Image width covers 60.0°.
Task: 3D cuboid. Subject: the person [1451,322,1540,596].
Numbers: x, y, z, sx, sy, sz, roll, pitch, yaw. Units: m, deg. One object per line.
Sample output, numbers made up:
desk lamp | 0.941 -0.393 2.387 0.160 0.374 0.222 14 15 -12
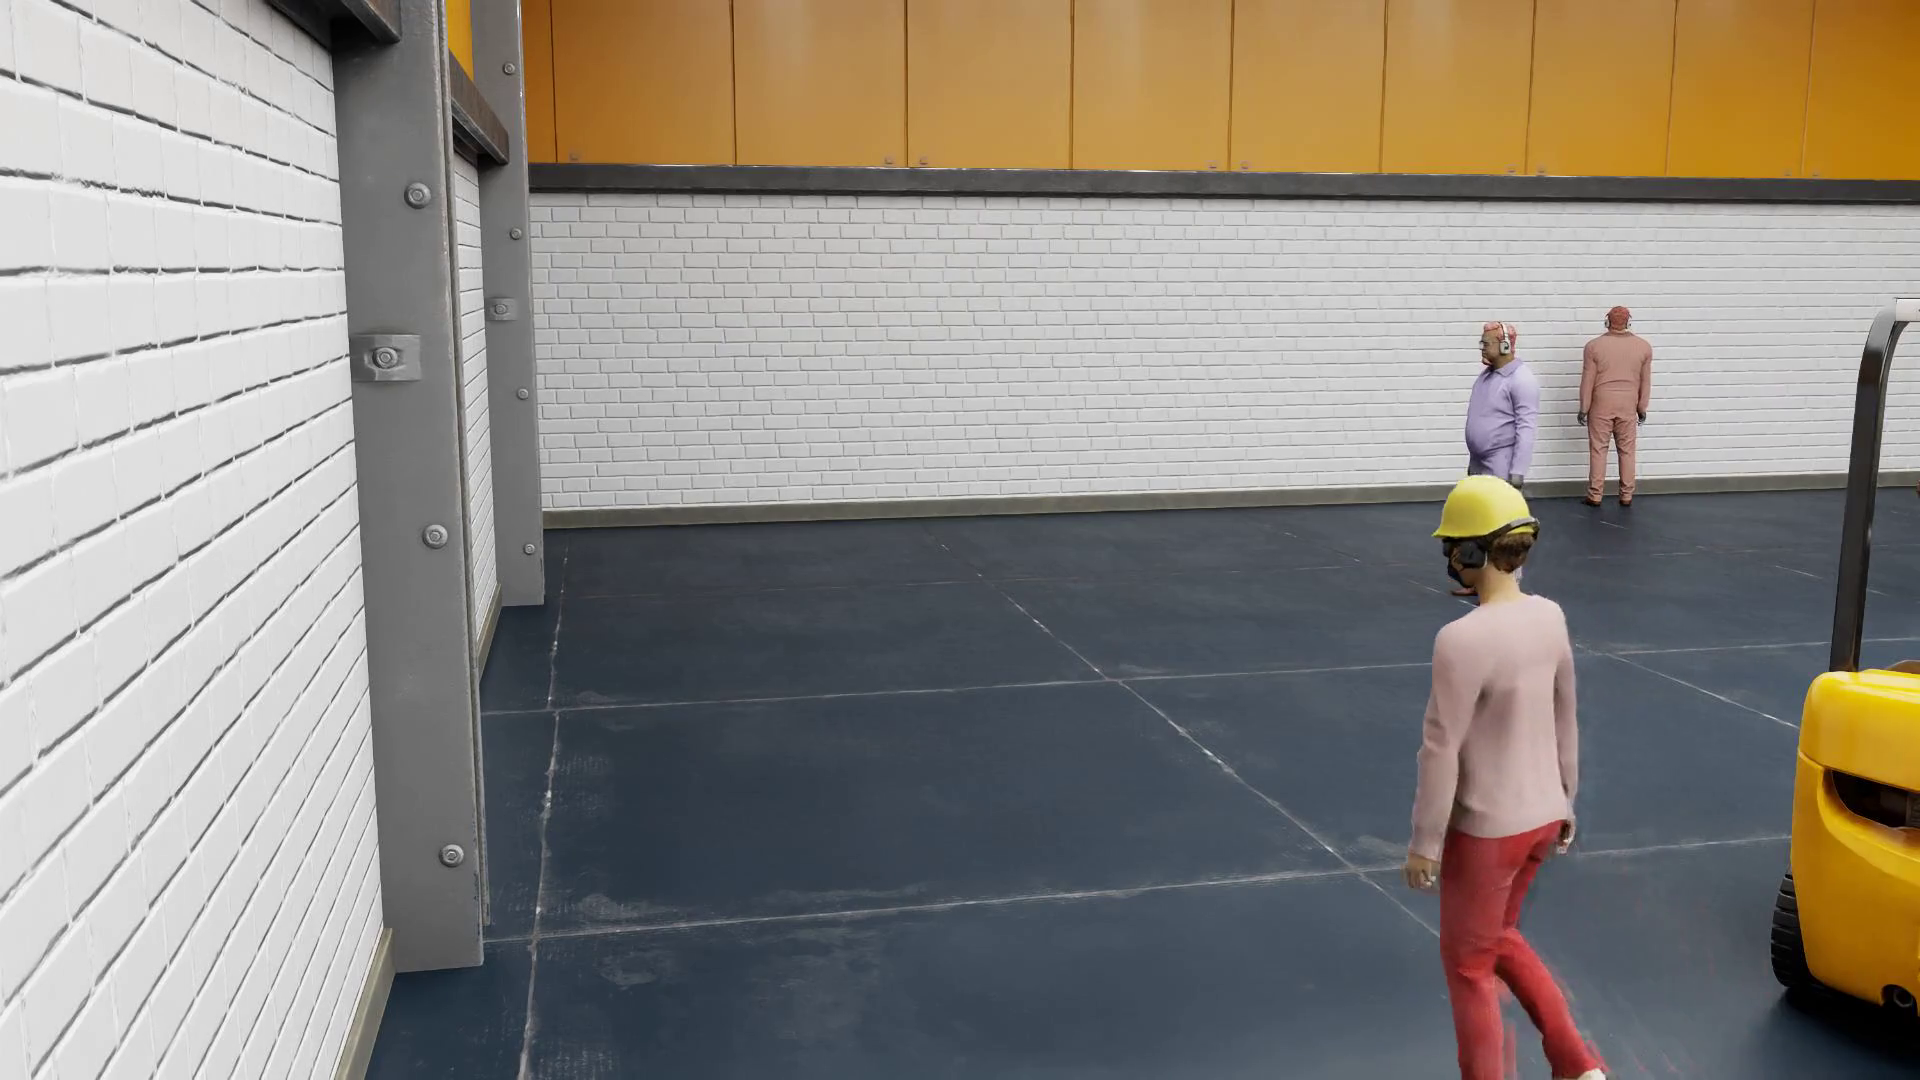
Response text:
person | 3.596 -0.512 11.208 0.402 1.906 0.652 -2 10 -11

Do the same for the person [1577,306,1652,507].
person | 6.188 -1.262 15.776 0.652 1.906 0.405 1 9 3

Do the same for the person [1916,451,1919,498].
person | 6.776 -0.451 11.165 0.654 1.809 0.478 0 9 2

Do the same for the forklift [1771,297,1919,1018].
forklift | 3.542 0.334 5.177 2.313 2.155 1.214 -9 13 -43

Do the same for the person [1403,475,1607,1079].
person | 1.371 0.709 4.236 0.562 1.746 0.459 -8 13 -42
